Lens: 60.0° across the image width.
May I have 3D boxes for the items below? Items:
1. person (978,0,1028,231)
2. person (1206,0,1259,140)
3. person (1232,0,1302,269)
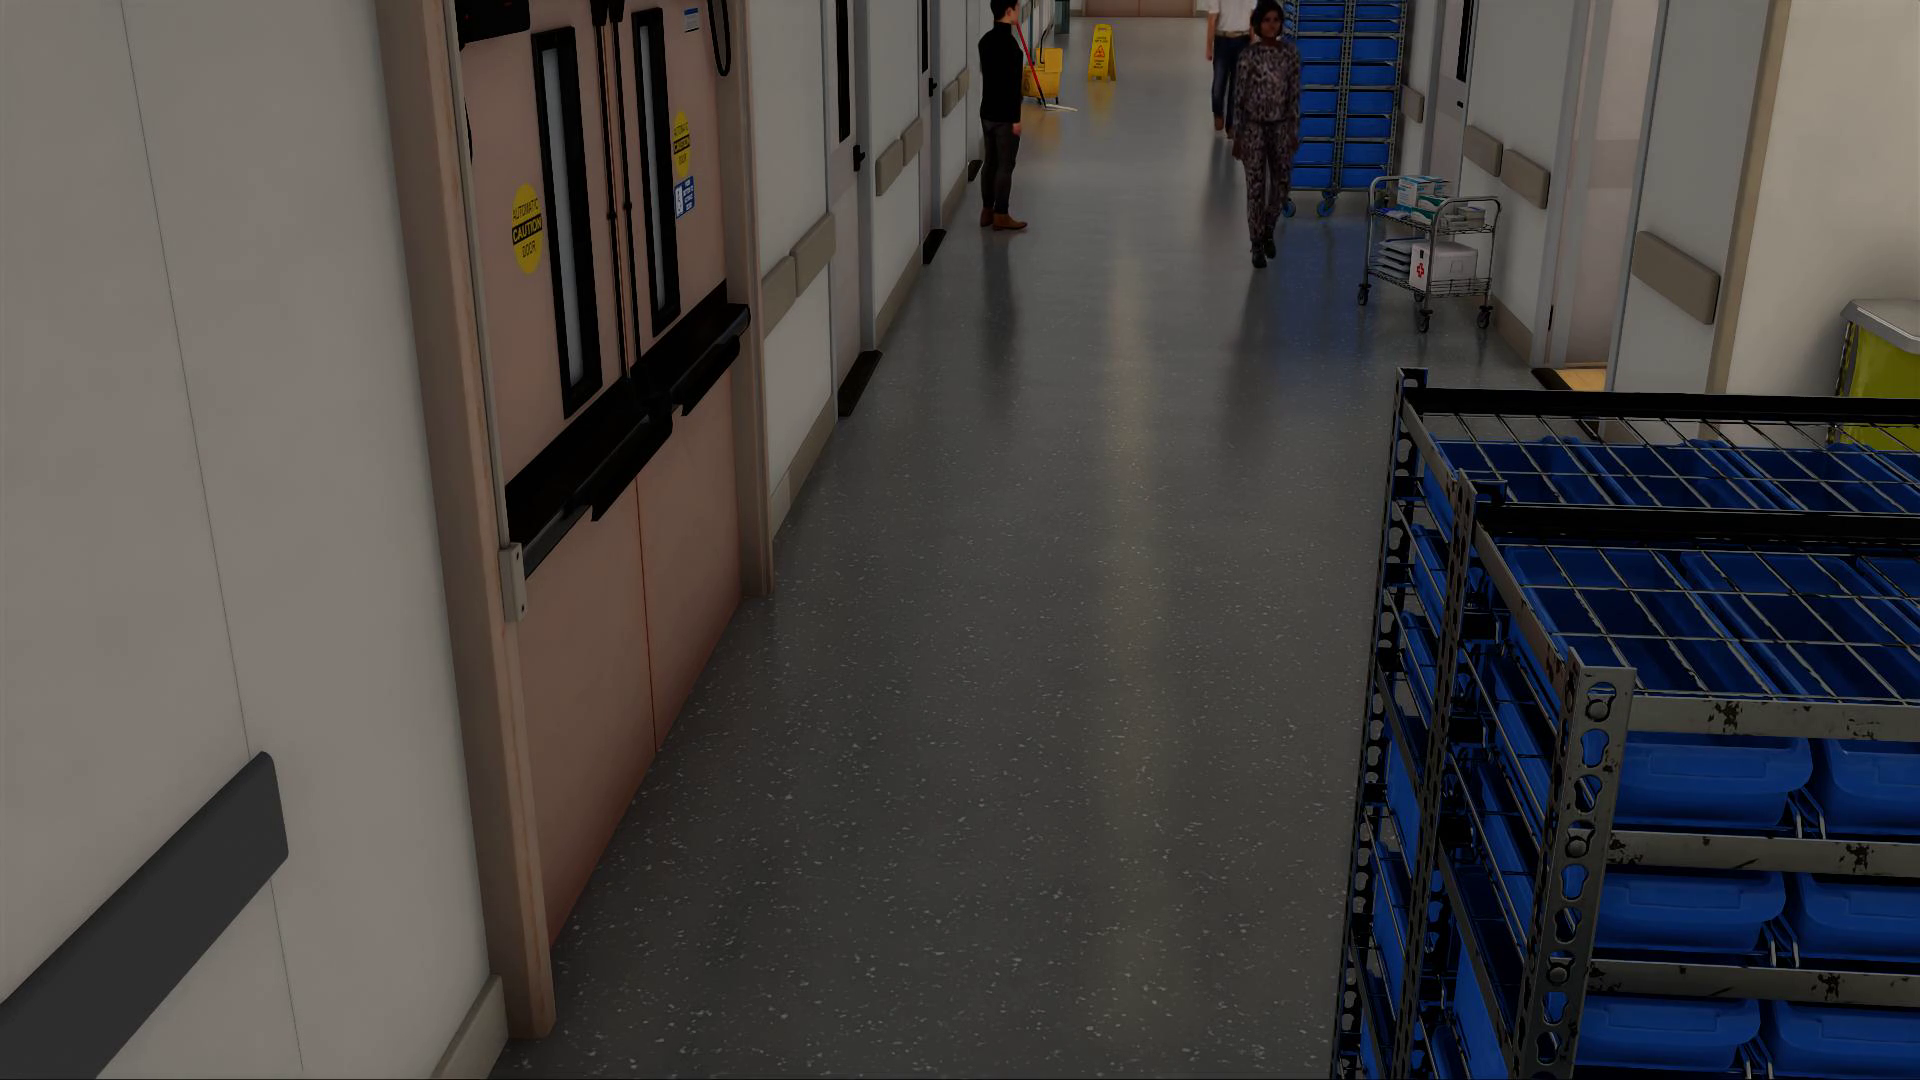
[{"bbox_3d":[0.300,-3.177,12.295,0.781,1.723,0.660,-10,23,-24],"label":"person"},{"bbox_3d":[2.817,-5.125,17.304,0.666,1.819,1.179,2,21,5],"label":"person"},{"bbox_3d":[2.011,-2.661,10.954,0.582,1.707,0.616,2,21,5],"label":"person"}]
